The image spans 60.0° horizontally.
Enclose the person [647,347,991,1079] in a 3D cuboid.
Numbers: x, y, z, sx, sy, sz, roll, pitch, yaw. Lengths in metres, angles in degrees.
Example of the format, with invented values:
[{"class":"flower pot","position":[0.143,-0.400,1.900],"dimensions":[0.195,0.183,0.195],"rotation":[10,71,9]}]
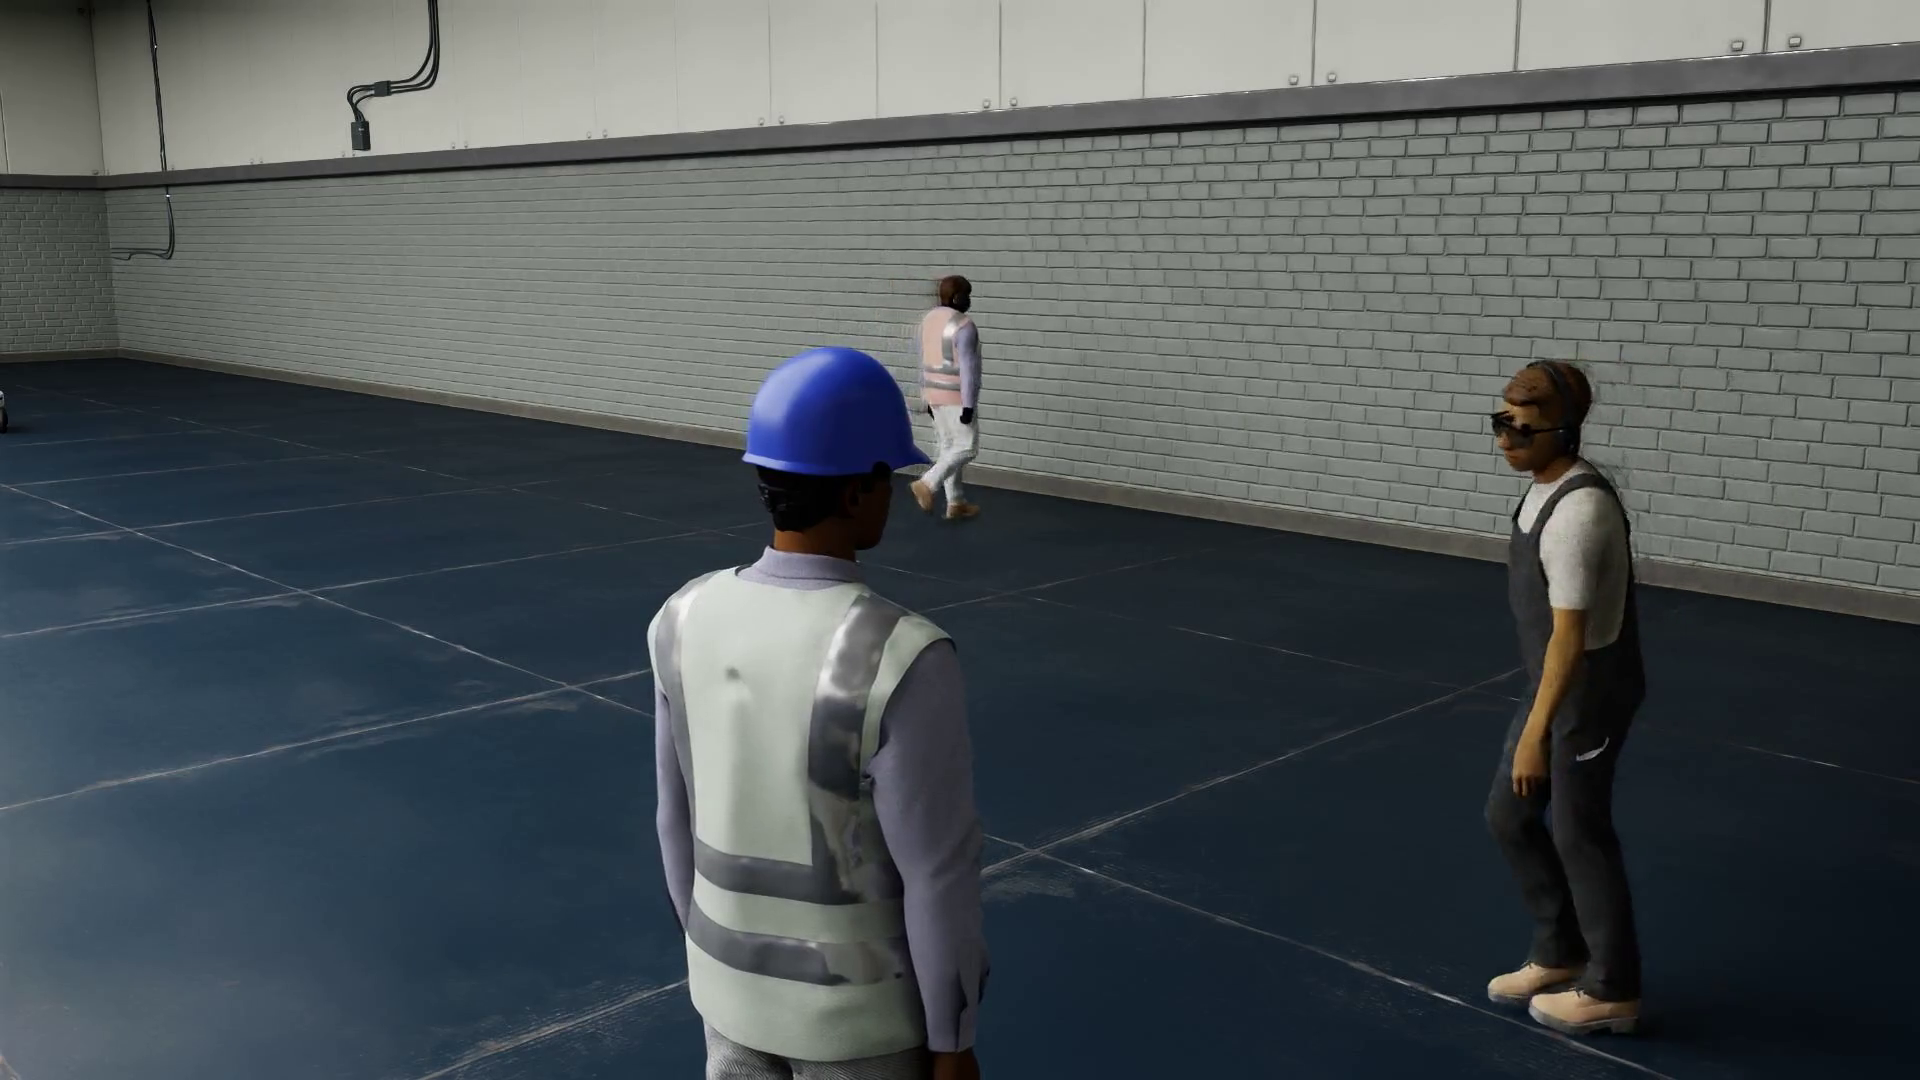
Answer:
[{"class":"person","position":[-0.206,0.682,2.560],"dimensions":[0.609,1.948,0.389],"rotation":[8,13,37]}]

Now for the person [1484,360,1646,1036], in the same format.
[{"class":"person","position":[1.589,0.434,4.310],"dimensions":[0.533,1.799,0.538],"rotation":[1,10,6]}]

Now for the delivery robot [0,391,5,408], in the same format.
[{"class":"delivery robot","position":[-10.624,-1.490,18.069],"dimensions":[0.477,0.478,0.707],"rotation":[-4,11,-21]}]

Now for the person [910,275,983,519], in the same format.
[{"class":"person","position":[-0.102,-1.043,12.320],"dimensions":[0.631,1.827,0.631],"rotation":[-7,13,-34]}]
